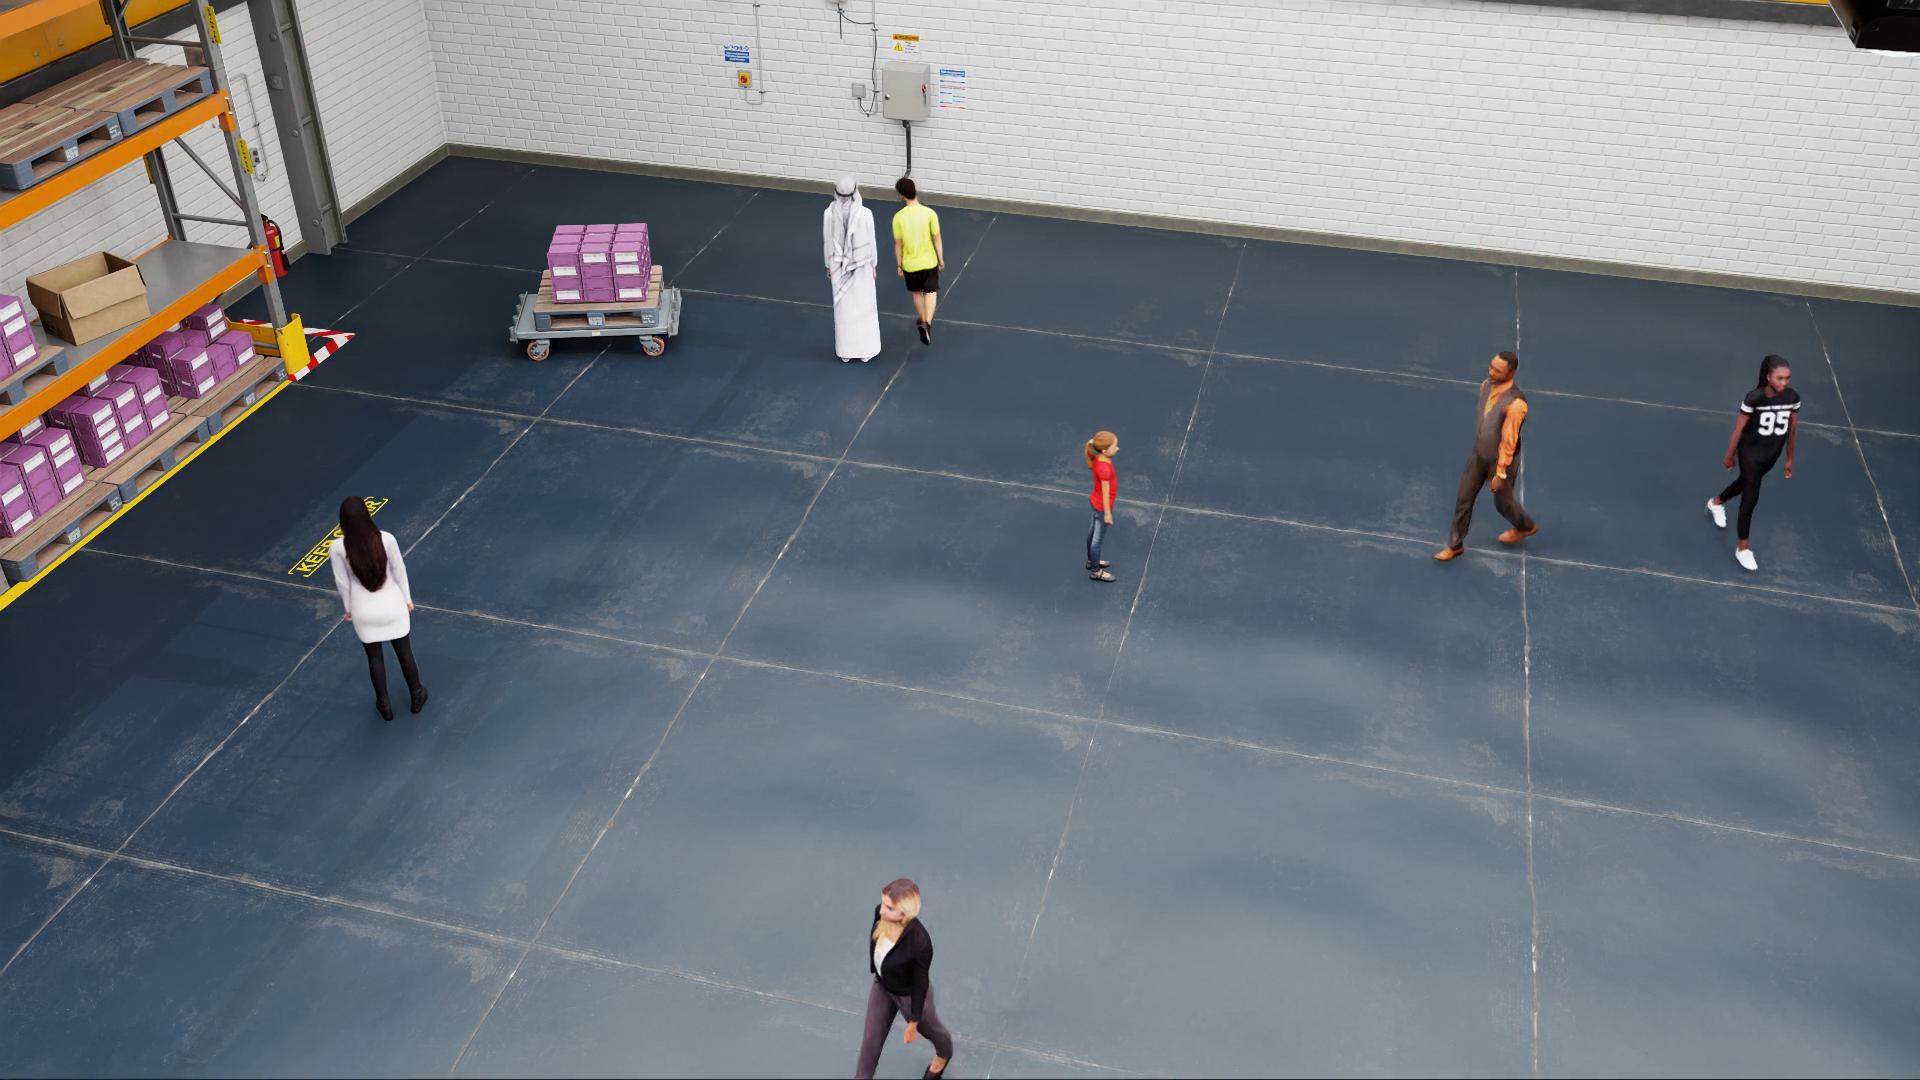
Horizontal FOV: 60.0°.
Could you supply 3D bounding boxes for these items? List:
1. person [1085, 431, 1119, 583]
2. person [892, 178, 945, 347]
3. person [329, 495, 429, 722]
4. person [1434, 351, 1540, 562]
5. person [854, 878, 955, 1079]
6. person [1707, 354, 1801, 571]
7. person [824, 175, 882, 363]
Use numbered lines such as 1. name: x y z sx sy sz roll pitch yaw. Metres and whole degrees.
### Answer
1. person: 1.116 -0.288 13.209 0.606 1.311 0.511 -1 34 -2
2. person: -0.407 -2.745 16.587 0.841 1.664 1.052 1 34 2
3. person: -4.073 0.479 11.607 0.692 1.808 0.707 -11 35 -16
4. person: 4.341 -0.665 13.269 1.198 1.873 1.209 -10 35 -14
5. person: -0.218 2.403 8.873 1.126 1.629 0.967 -26 42 -34
6. person: 6.442 -0.716 13.515 0.930 1.685 1.236 -5 34 -7
7. person: -1.056 -2.640 16.195 0.730 1.923 0.705 2 34 3
